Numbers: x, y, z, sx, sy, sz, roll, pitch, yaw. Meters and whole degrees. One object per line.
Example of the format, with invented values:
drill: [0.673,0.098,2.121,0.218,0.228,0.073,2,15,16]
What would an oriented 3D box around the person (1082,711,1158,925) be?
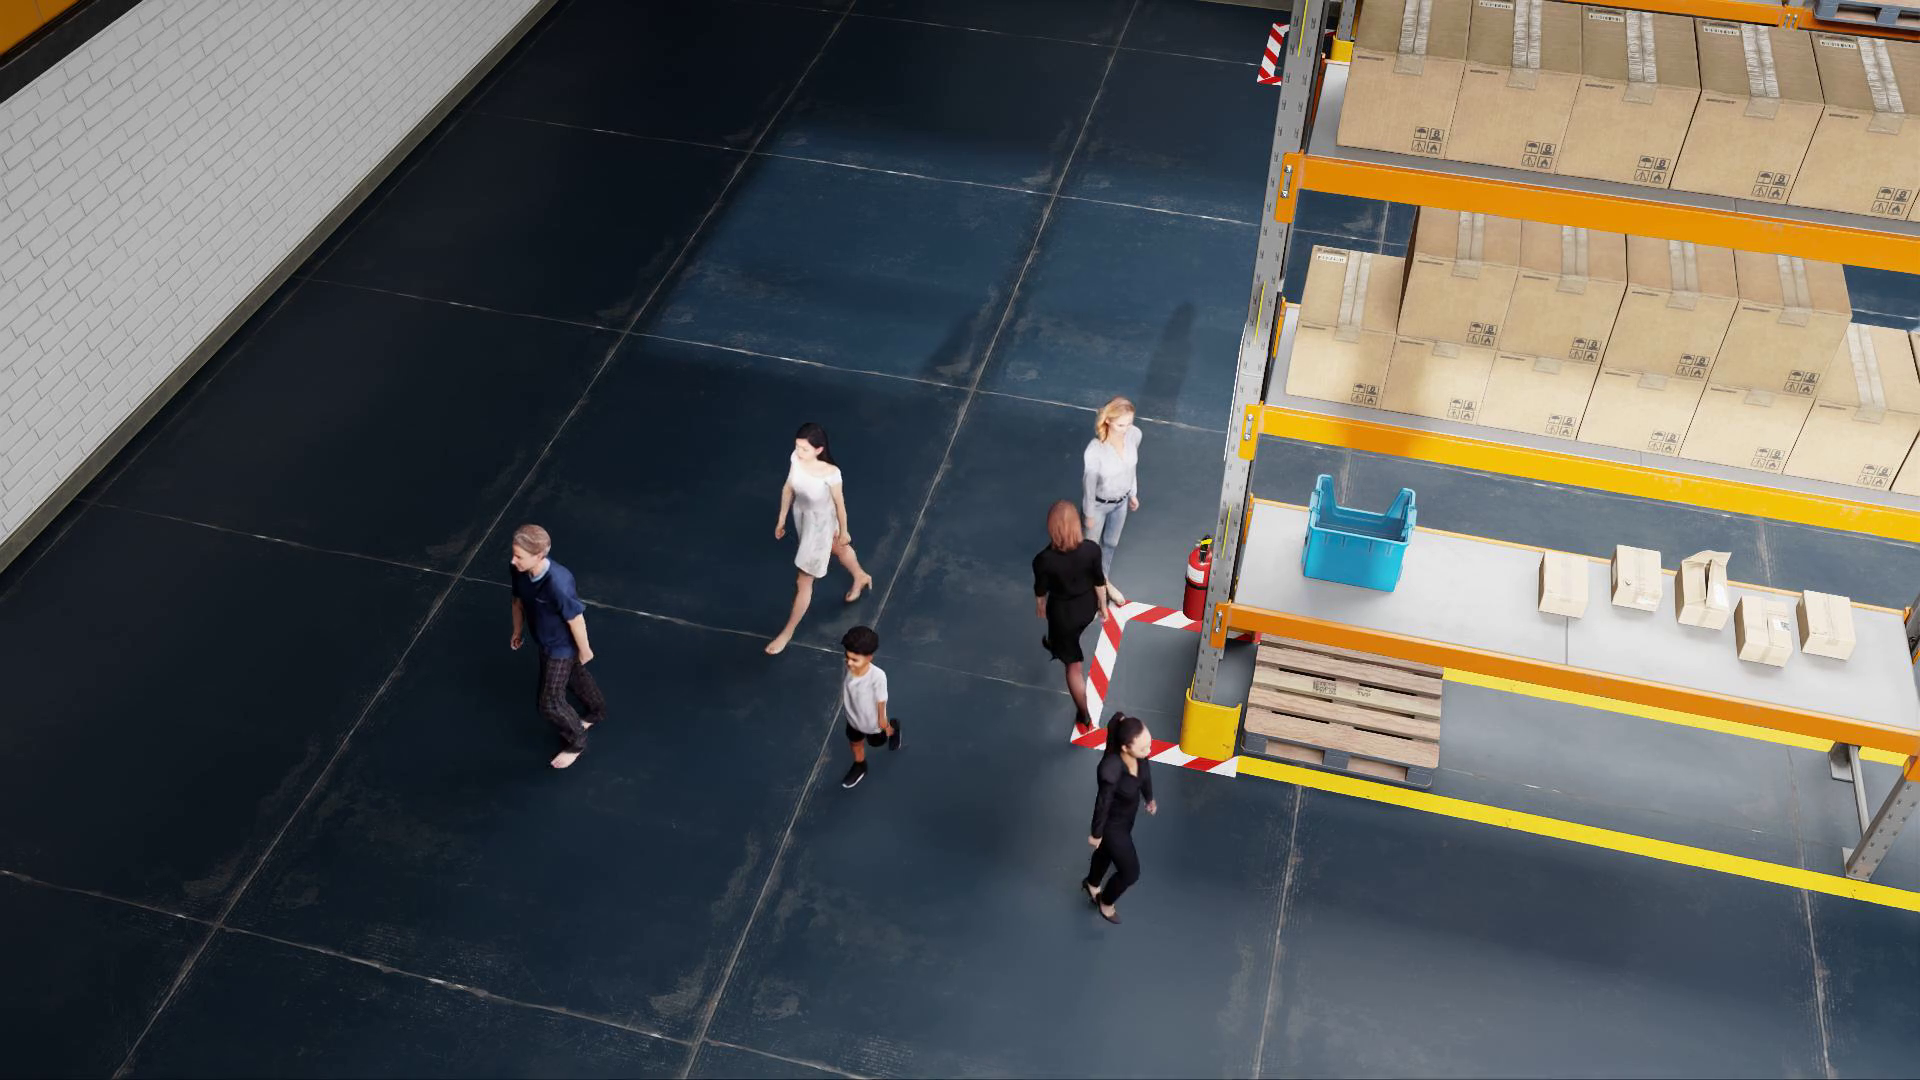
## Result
person: [0.800,1.520,9.266,0.670,1.698,0.650,20,47,19]

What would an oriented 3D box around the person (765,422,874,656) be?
person: [-0.866,-0.115,10.965,1.098,1.721,1.204,-33,53,-30]

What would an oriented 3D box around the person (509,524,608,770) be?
person: [-2.391,0.556,10.167,0.911,1.850,0.853,-31,52,-29]

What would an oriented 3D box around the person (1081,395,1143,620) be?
person: [0.973,-0.243,11.046,0.662,1.794,0.714,-24,48,-23]

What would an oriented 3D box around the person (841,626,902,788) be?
person: [-0.547,0.979,10.159,0.727,1.248,0.658,22,48,21]

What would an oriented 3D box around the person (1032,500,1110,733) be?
person: [0.720,0.542,10.322,1.075,1.656,1.065,-13,45,-13]
